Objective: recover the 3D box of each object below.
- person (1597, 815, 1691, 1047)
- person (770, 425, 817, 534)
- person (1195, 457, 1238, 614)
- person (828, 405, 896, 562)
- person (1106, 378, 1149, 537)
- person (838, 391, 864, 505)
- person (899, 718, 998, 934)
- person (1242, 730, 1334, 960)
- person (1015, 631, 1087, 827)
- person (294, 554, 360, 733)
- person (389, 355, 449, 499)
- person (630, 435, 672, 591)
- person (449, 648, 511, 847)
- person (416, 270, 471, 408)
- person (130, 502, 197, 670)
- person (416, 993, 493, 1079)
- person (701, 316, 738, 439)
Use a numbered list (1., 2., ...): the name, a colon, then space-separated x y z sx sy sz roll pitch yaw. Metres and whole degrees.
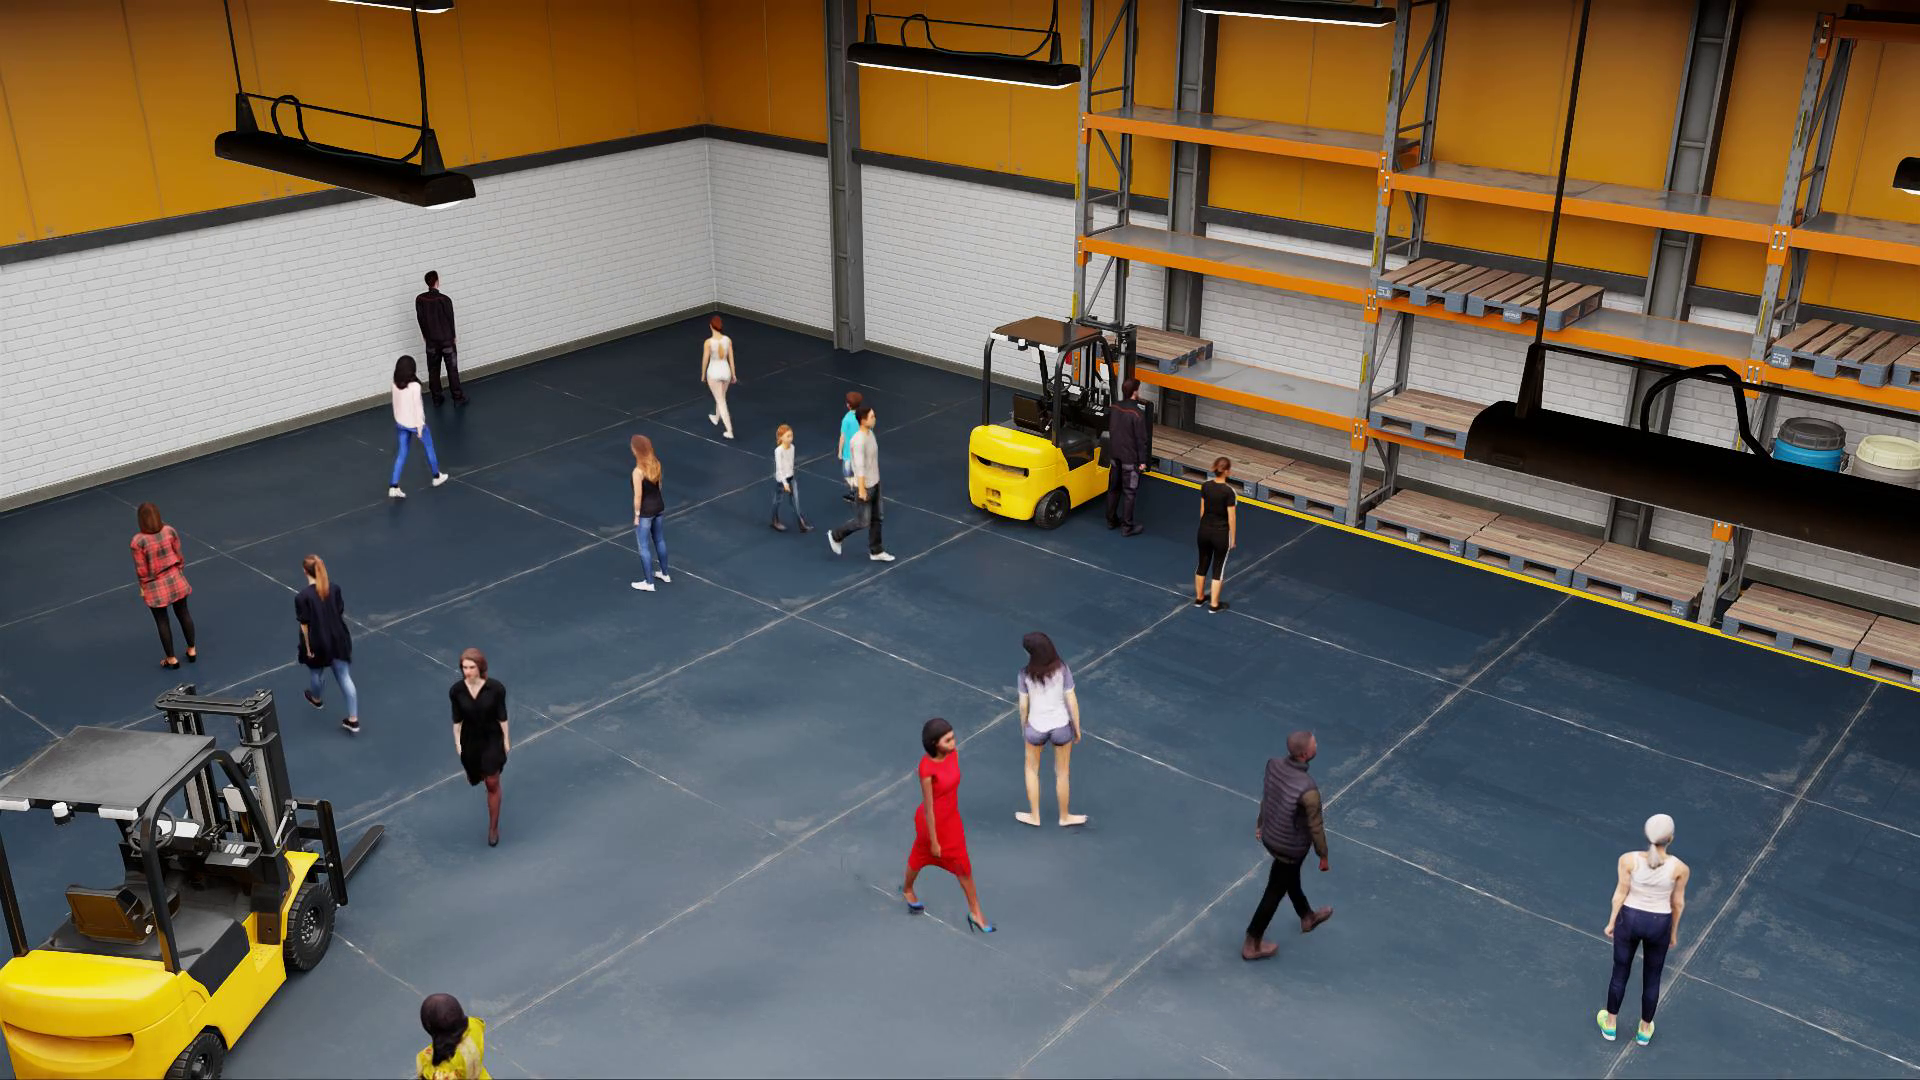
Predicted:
1. person: 4.509 2.570 10.979 0.595 1.706 0.730 8 25 17
2. person: -2.052 -0.697 18.967 0.849 1.293 0.494 18 29 35
3. person: 2.611 -0.064 17.052 0.472 1.668 0.649 21 31 39
4. person: -1.101 -0.602 18.123 1.092 1.795 0.909 6 24 13
5. person: 1.878 -0.958 18.883 0.798 1.840 0.563 -19 30 -36
6. person: -1.217 -1.037 19.571 0.817 1.434 0.524 20 31 38
7. person: -0.231 2.069 12.139 1.107 1.695 0.621 17 29 34
8. person: 2.224 2.180 11.753 1.089 1.800 1.136 -9 25 -20
9. person: 0.765 1.536 13.340 0.715 1.708 0.829 6 24 14
10. person: -5.575 0.950 14.769 1.089 1.639 0.691 21 31 40
11. person: -6.621 -1.314 19.839 1.195 1.726 0.958 9 25 20
12. person: -3.262 -0.307 17.539 0.625 1.722 0.674 13 27 28
13. person: -3.795 1.584 13.258 0.919 1.687 0.989 -3 24 -7
14. person: -7.174 -2.779 22.954 0.733 1.915 0.841 3 24 6
15. person: -7.610 0.422 15.896 0.534 1.703 0.600 18 29 36
16. person: -2.827 3.257 9.465 0.990 1.658 0.990 4 24 10
17. person: -3.121 -2.098 21.796 0.753 1.594 1.099 -16 28 -32
